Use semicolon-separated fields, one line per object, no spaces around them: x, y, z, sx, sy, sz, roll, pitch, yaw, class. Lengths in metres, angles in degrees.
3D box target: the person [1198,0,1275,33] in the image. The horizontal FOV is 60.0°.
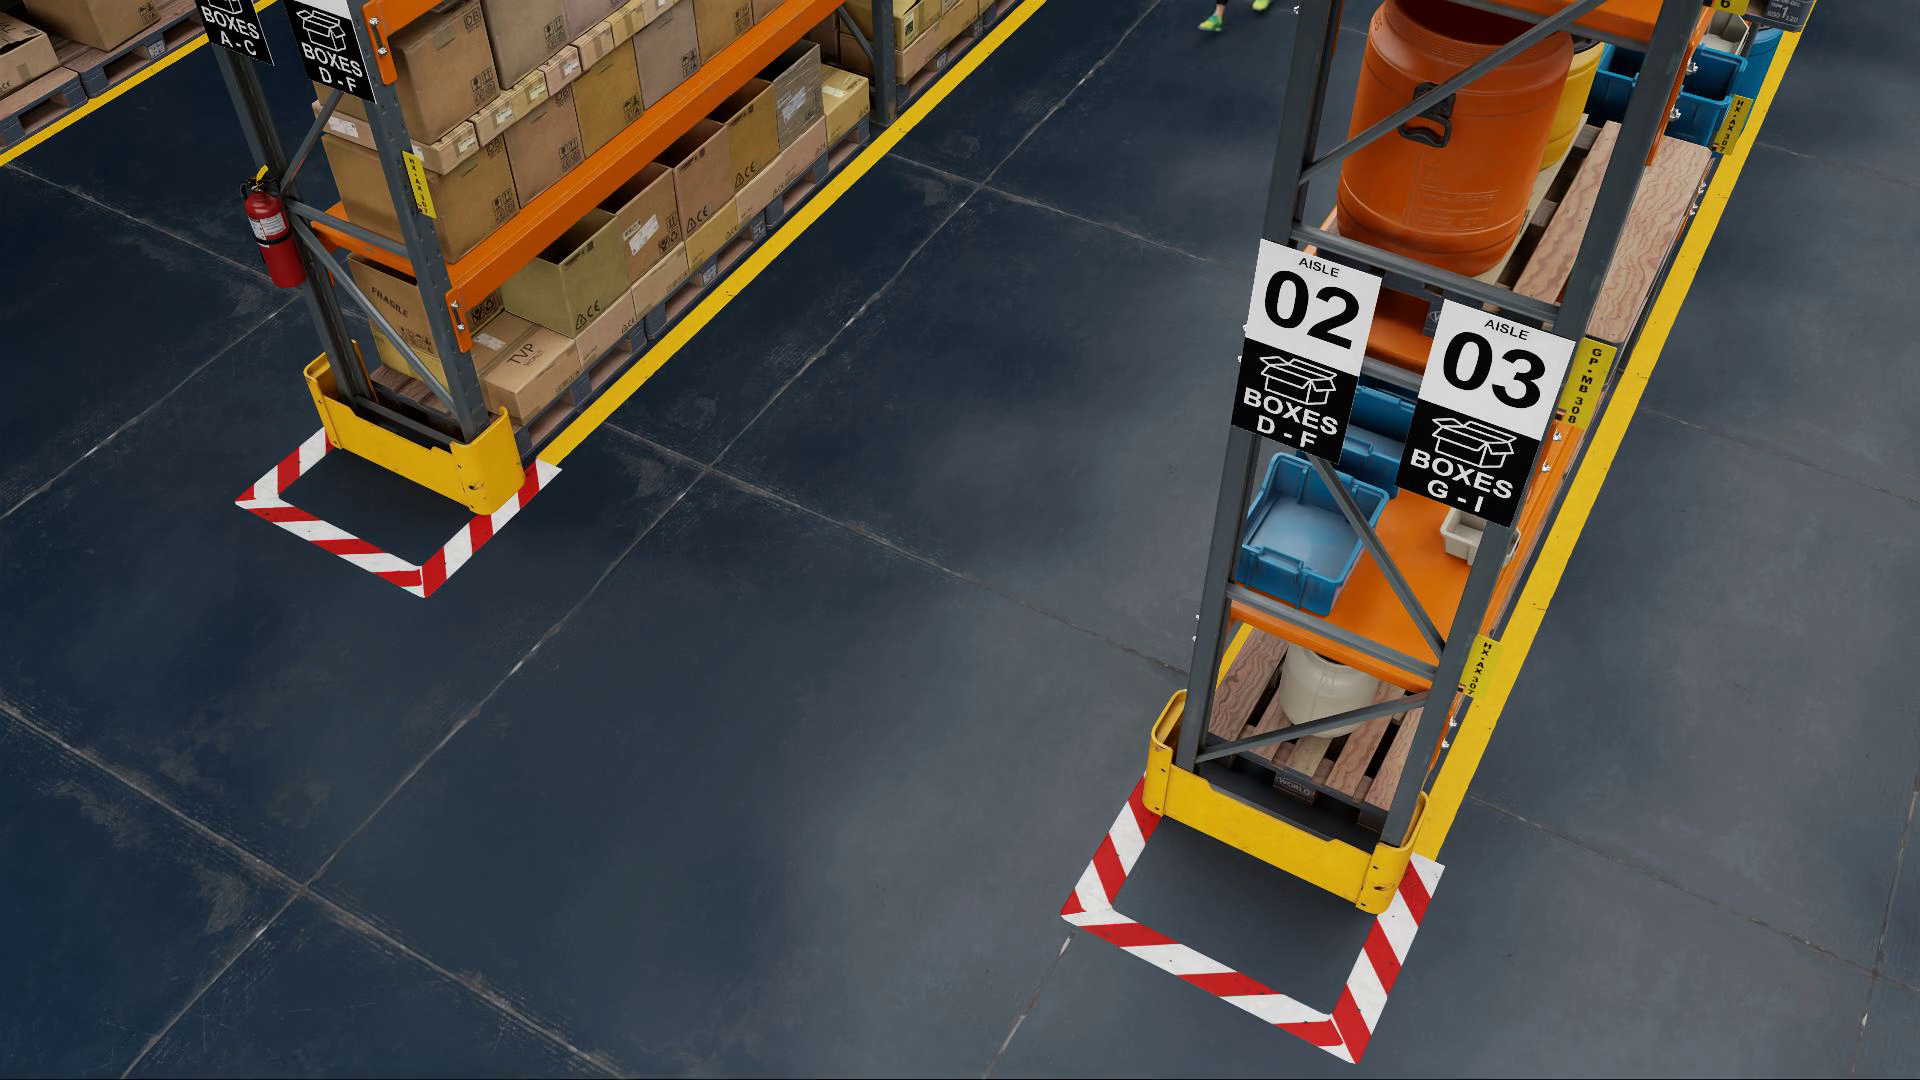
2.162;-4.401;11.576;0.739;1.656;1.176;30;54;25;person
